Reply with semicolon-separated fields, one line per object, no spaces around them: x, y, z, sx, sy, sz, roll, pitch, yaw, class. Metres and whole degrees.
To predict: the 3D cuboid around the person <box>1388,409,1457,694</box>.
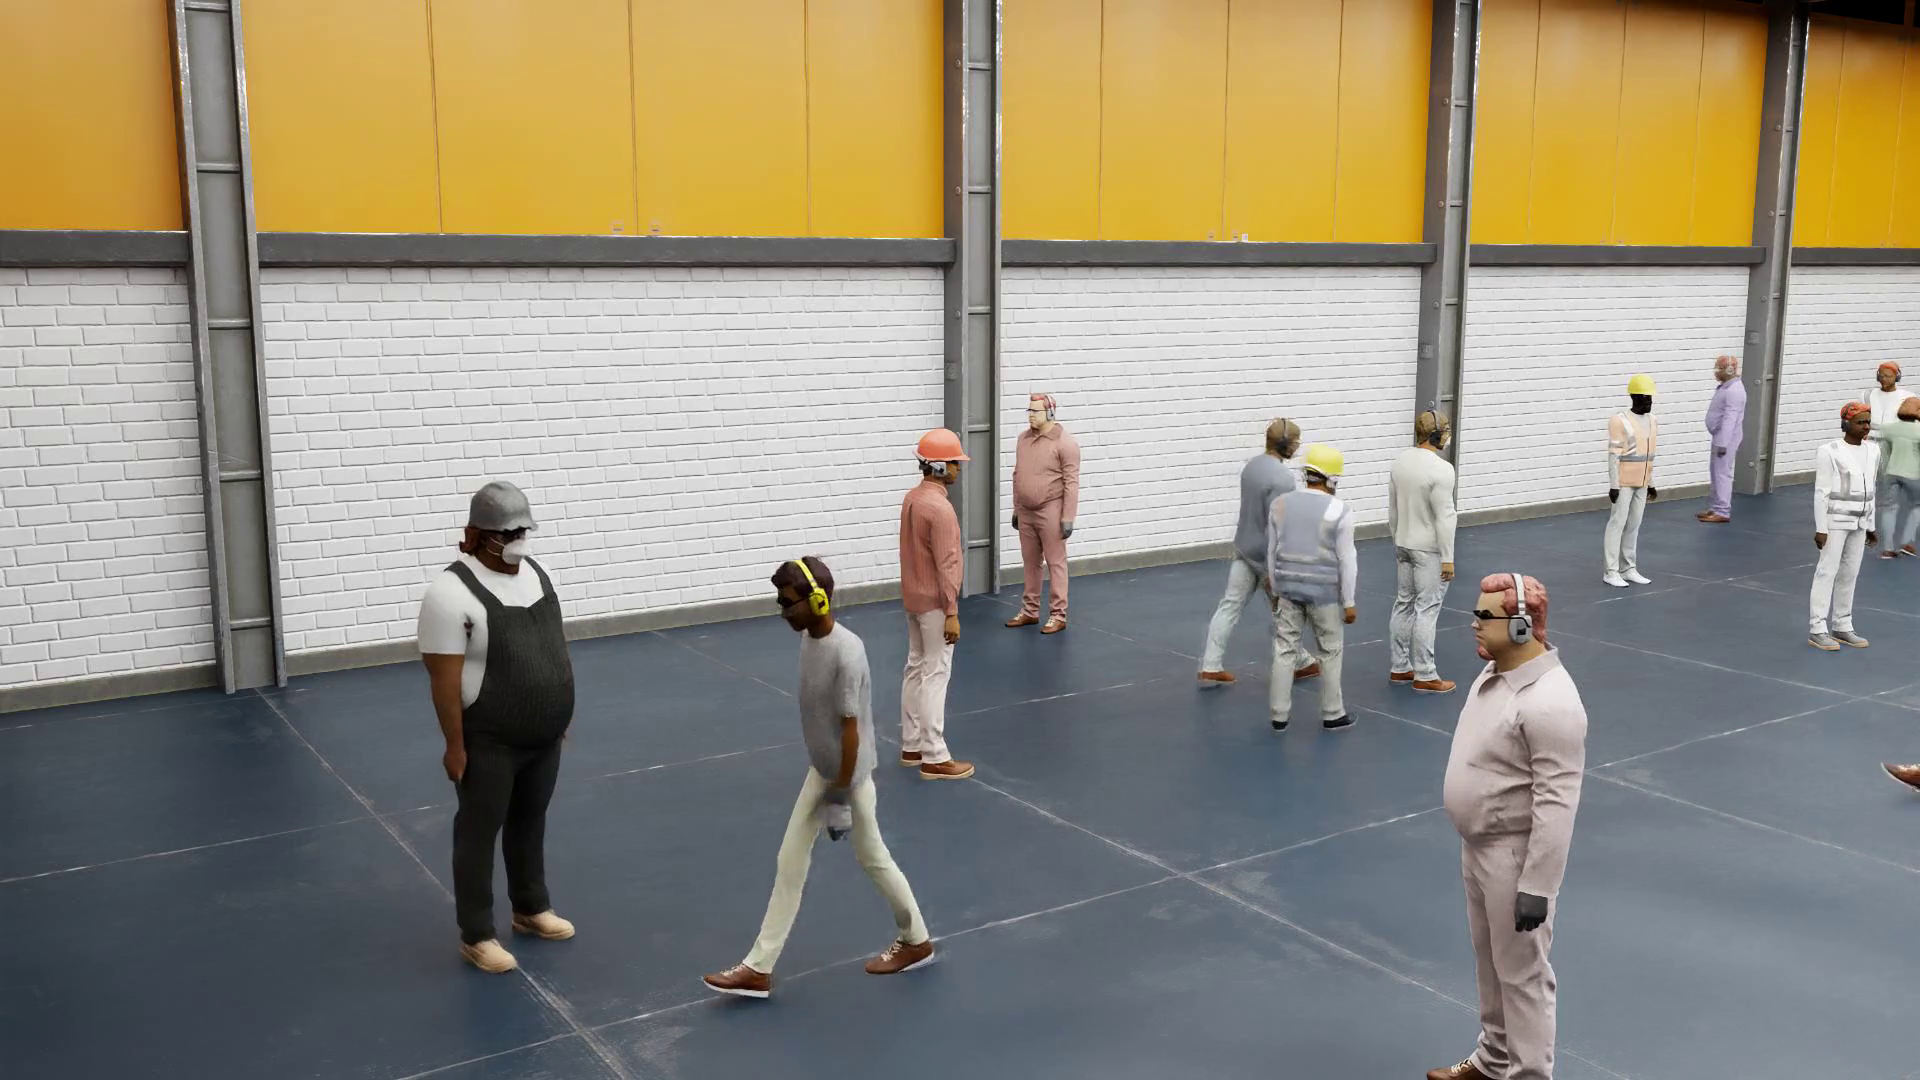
3.165;0.077;11.347;0.358;1.938;0.636;-3;10;-19;person

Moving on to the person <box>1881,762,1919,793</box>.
5.589;0.533;8.996;1.003;1.802;0.568;3;10;17;person

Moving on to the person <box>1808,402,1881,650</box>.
6.725;-0.107;12.626;0.579;1.883;0.352;-4;10;-21;person

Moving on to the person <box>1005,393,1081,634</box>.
0.642;-0.213;13.193;0.401;1.910;0.640;-9;13;-42;person

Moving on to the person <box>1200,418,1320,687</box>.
2.109;0.097;11.426;1.031;1.873;0.753;-3;10;-17;person

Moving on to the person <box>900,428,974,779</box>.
-0.138;0.357;9.495;0.396;1.992;0.619;-4;10;-22;person

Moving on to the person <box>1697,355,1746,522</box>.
8.630;-1.138;18.815;0.395;1.894;0.660;3;10;18;person

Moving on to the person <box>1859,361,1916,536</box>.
9.922;-0.982;17.890;0.584;1.883;0.337;8;12;40;person

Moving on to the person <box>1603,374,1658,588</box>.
6.112;-0.540;15.098;0.584;1.928;0.372;-6;11;-30;person

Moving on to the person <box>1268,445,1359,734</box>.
2.200;0.315;10.342;0.604;1.808;0.561;7;12;38;person

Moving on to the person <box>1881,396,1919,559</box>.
9.356;-0.610;16.446;0.488;1.612;0.533;-6;11;-31;person

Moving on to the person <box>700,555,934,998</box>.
-0.539;0.933;6.626;1.015;1.802;0.569;-6;11;-32;person

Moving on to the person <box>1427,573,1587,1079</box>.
1.819;1.050;5.586;0.403;1.906;0.651;0;9;0;person

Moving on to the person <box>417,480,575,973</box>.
-1.871;0.754;6.966;0.536;2.000;0.688;5;11;28;person
